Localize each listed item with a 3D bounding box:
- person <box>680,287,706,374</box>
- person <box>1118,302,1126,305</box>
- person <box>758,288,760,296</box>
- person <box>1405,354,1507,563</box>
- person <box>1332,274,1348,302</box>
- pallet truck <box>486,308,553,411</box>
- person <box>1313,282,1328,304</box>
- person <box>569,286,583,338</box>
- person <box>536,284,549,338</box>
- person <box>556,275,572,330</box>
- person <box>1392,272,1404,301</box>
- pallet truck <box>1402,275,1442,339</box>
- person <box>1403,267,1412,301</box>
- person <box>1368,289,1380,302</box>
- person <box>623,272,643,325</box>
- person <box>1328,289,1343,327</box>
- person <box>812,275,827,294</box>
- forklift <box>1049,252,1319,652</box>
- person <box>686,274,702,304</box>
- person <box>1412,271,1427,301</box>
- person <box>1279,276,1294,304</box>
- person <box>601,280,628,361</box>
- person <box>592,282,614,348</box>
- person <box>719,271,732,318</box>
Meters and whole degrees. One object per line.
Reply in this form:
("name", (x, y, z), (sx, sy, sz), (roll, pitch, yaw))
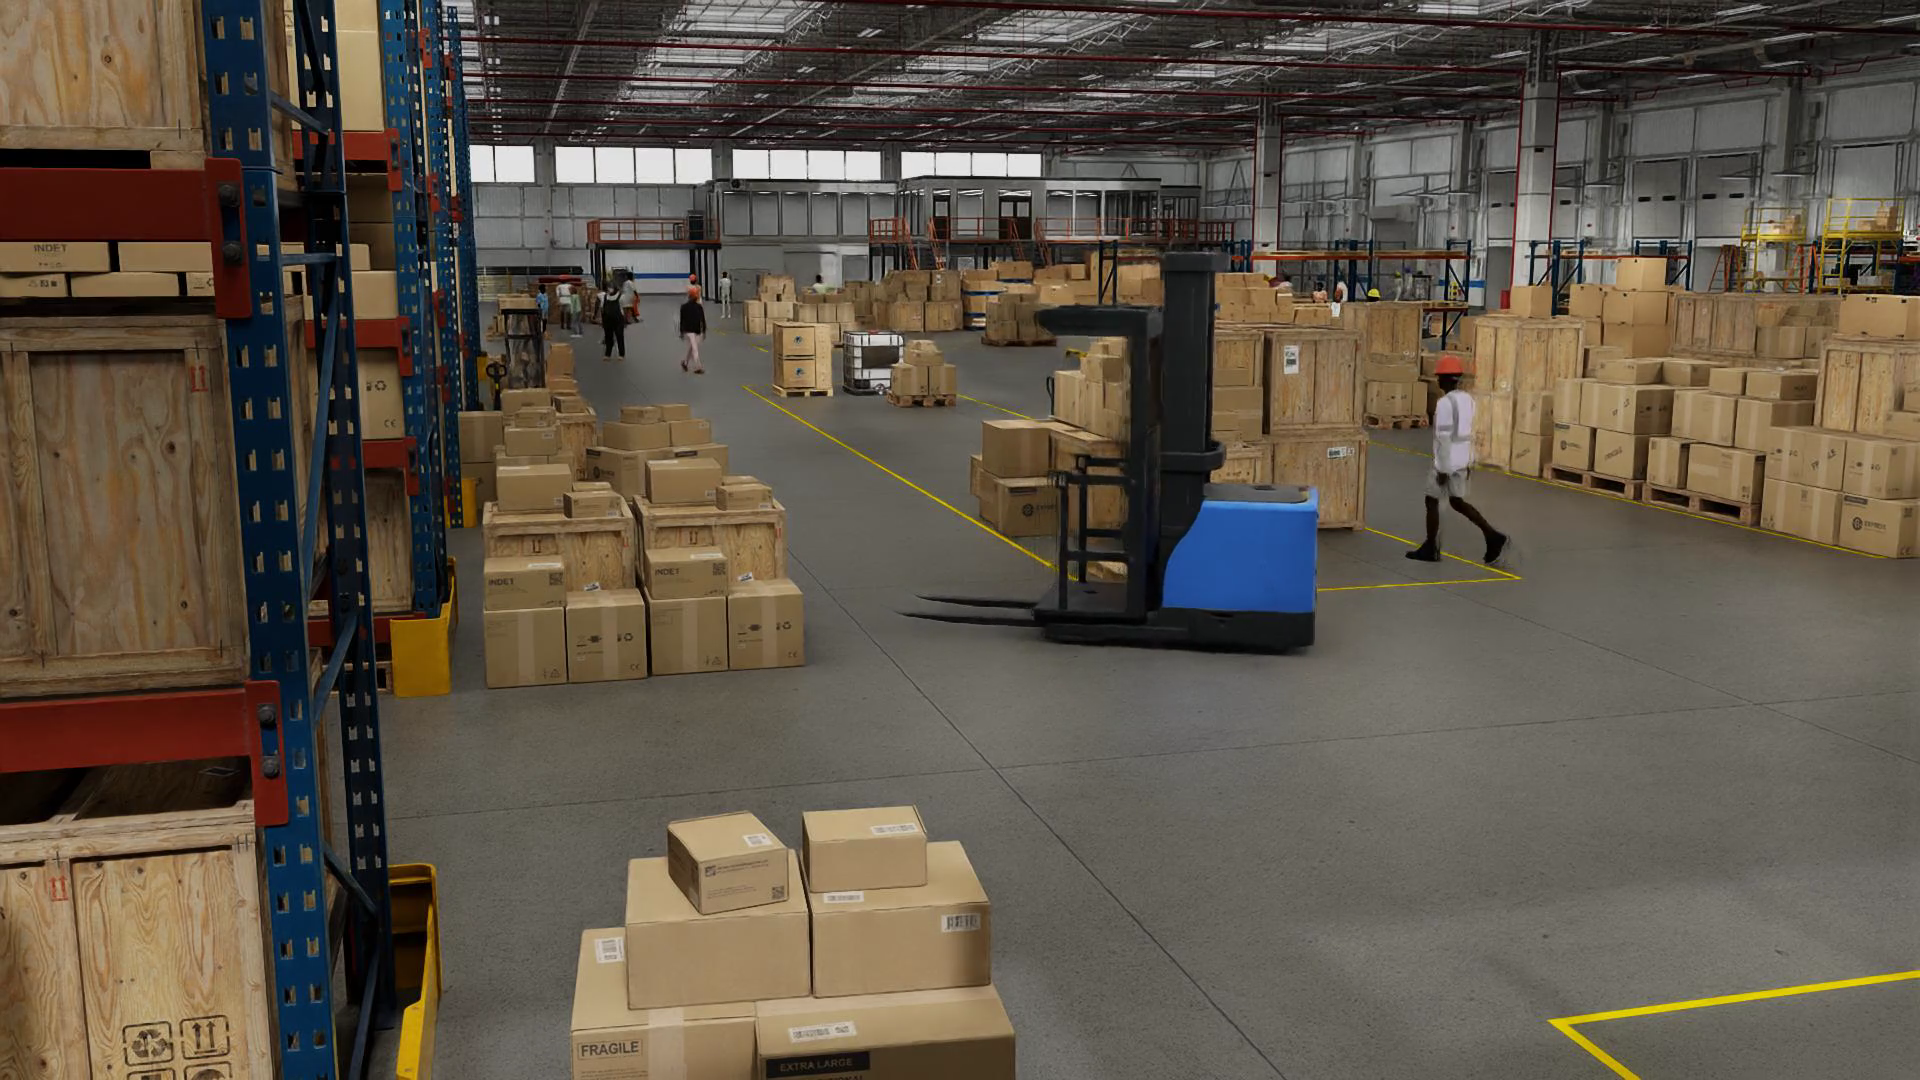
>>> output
("person", (-6.083, -4.742, 37.672), (0.933, 1.957, 0.623), (9, 14, 42))
("person", (3.592, -4.529, 37.384), (0.377, 1.621, 0.528), (-3, 10, -14))
("person", (-6.939, -8.466, 59.348), (0.537, 1.722, 0.787), (1, 10, 4))
("person", (4.500, -0.713, 14.988), (0.828, 1.911, 0.544), (9, 13, 42))
("person", (12.961, -8.147, 57.033), (0.651, 1.914, 0.687), (-8, 13, -38))
("pallet truck", (-6.242, -2.418, 24.362), (0.823, 1.965, 1.885), (1, 10, 3))
("person", (11.956, -7.720, 55.268), (0.534, 1.691, 0.321), (8, 13, 39))
("person", (-12.144, -7.197, 52.512), (0.367, 1.615, 0.533), (1, 10, 4))
("person", (-13.152, -7.224, 52.461), (0.319, 1.690, 0.535), (3, 11, 18))
("person", (-13.678, -8.222, 57.508), (0.534, 1.904, 0.848), (-3, 11, -17))
("person", (19.829, -11.257, 75.284), (0.917, 1.694, 0.490), (-9, 13, -41))
("pallet truck", (14.620, -7.324, 52.145), (0.823, 1.965, 1.885), (8, 13, 40))
("person", (20.877, -11.753, 77.433), (0.665, 1.930, 0.620), (6, 12, 31))
("person", (9.244, -4.688, 37.458), (0.408, 1.918, 0.584), (3, 11, 19))
("person", (-12.019, -8.880, 61.159), (0.917, 1.916, 0.666), (-7, 12, -34))
("person", (8.811, -4.905, 38.799), (0.346, 1.876, 0.576), (-7, 12, -36))
("person", (-4.903, -8.242, 57.693), (0.596, 1.875, 0.950), (-6, 12, -31))
("forklift", (1.674, -0.694, 12.101), (1.873, 2.768, 1.129), (2, 10, 12))
("person", (-8.885, -7.890, 55.509), (0.545, 1.942, 0.352), (3, 10, 17))
("person", (19.689, -10.582, 71.128), (0.635, 1.805, 0.875), (0, 10, 3))
("person", (12.079, -8.854, 61.391), (0.947, 1.789, 0.652), (-9, 14, -43))
("person", (-8.720, -5.525, 41.837), (0.688, 2.000, 0.536), (1, 10, 6))
("person", (-10.061, -6.386, 47.224), (0.608, 1.865, 1.029), (-9, 13, -41))
("person", (-9.461, -9.885, 67.008), (0.521, 1.871, 0.325), (-4, 11, -22))
